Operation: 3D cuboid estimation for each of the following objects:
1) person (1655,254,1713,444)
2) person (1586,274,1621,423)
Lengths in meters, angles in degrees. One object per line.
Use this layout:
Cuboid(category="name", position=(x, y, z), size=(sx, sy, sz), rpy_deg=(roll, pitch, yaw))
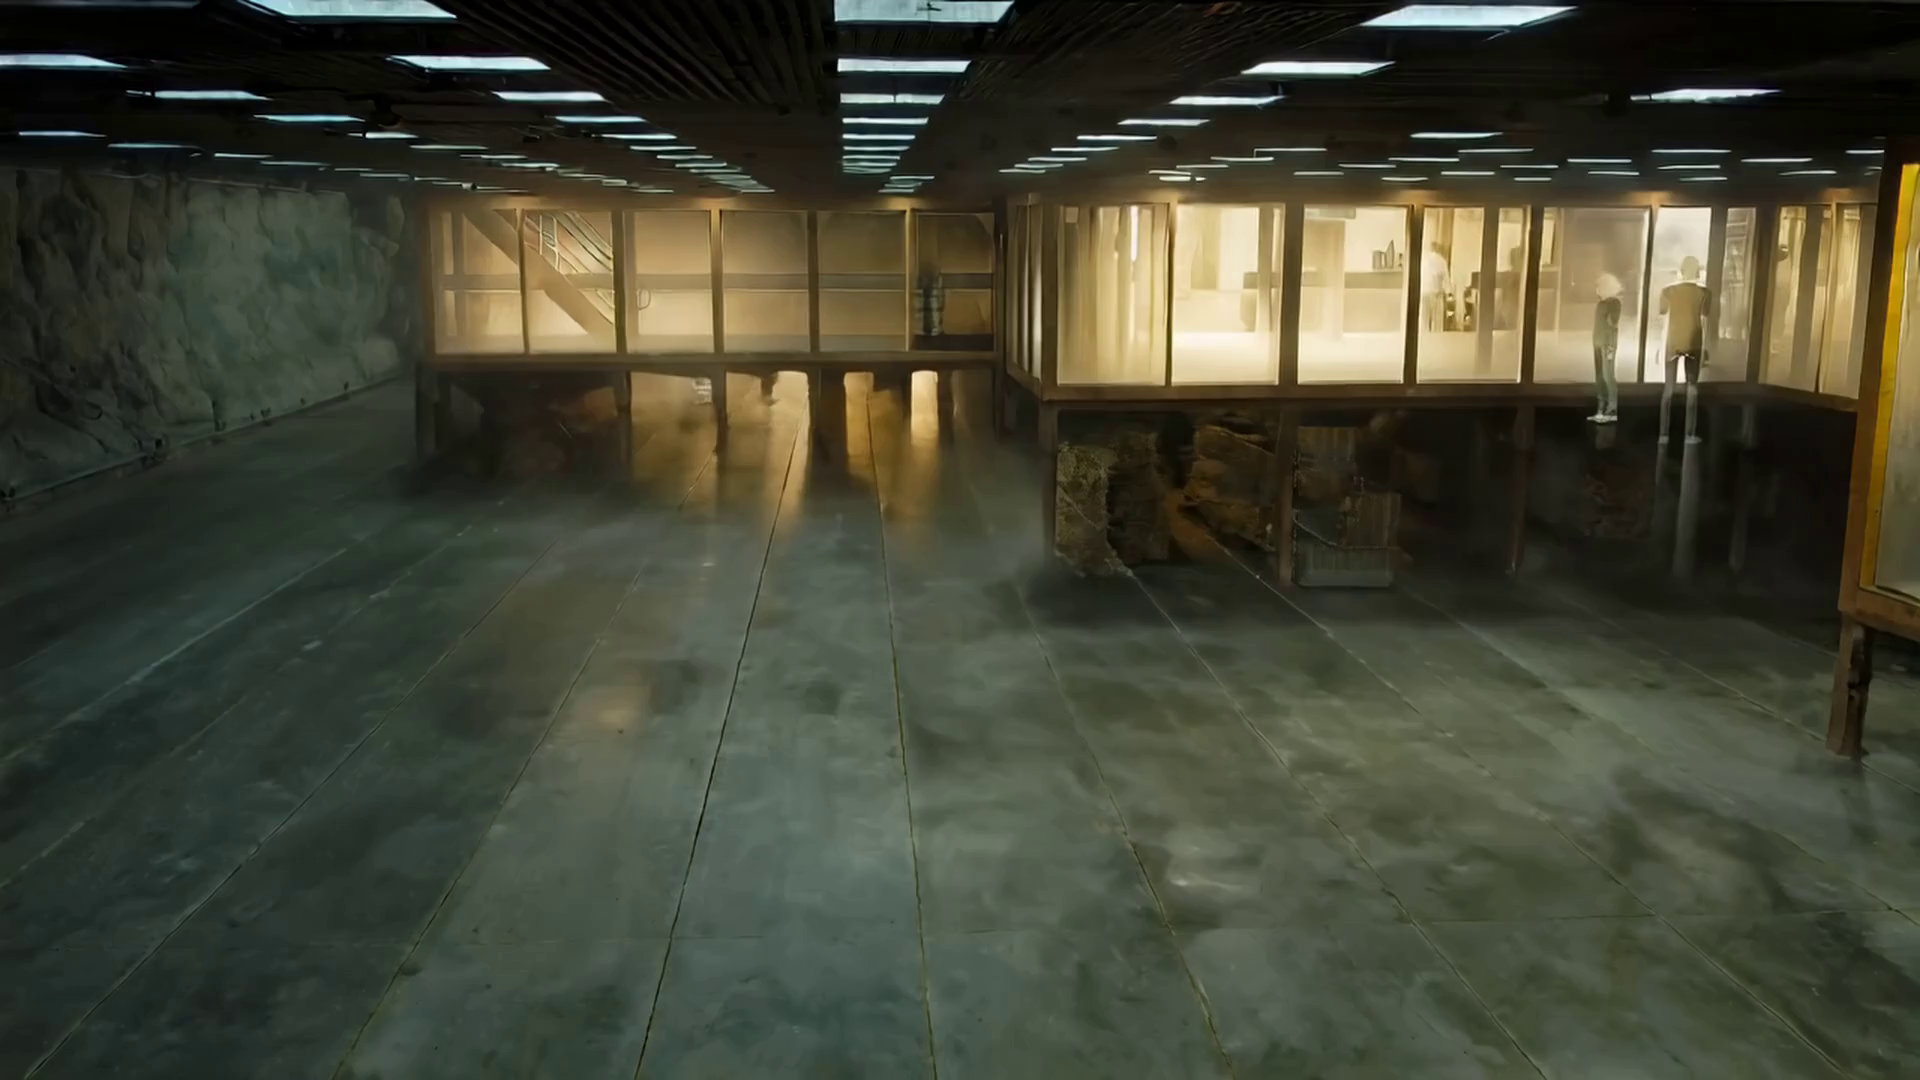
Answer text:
Cuboid(category="person", position=(7.138, -1.874, 16.399), size=(0.530, 1.871, 0.323), rpy_deg=(7, 13, 34))
Cuboid(category="person", position=(7.074, -2.090, 18.228), size=(0.289, 1.623, 0.500), rpy_deg=(0, 11, 0))
